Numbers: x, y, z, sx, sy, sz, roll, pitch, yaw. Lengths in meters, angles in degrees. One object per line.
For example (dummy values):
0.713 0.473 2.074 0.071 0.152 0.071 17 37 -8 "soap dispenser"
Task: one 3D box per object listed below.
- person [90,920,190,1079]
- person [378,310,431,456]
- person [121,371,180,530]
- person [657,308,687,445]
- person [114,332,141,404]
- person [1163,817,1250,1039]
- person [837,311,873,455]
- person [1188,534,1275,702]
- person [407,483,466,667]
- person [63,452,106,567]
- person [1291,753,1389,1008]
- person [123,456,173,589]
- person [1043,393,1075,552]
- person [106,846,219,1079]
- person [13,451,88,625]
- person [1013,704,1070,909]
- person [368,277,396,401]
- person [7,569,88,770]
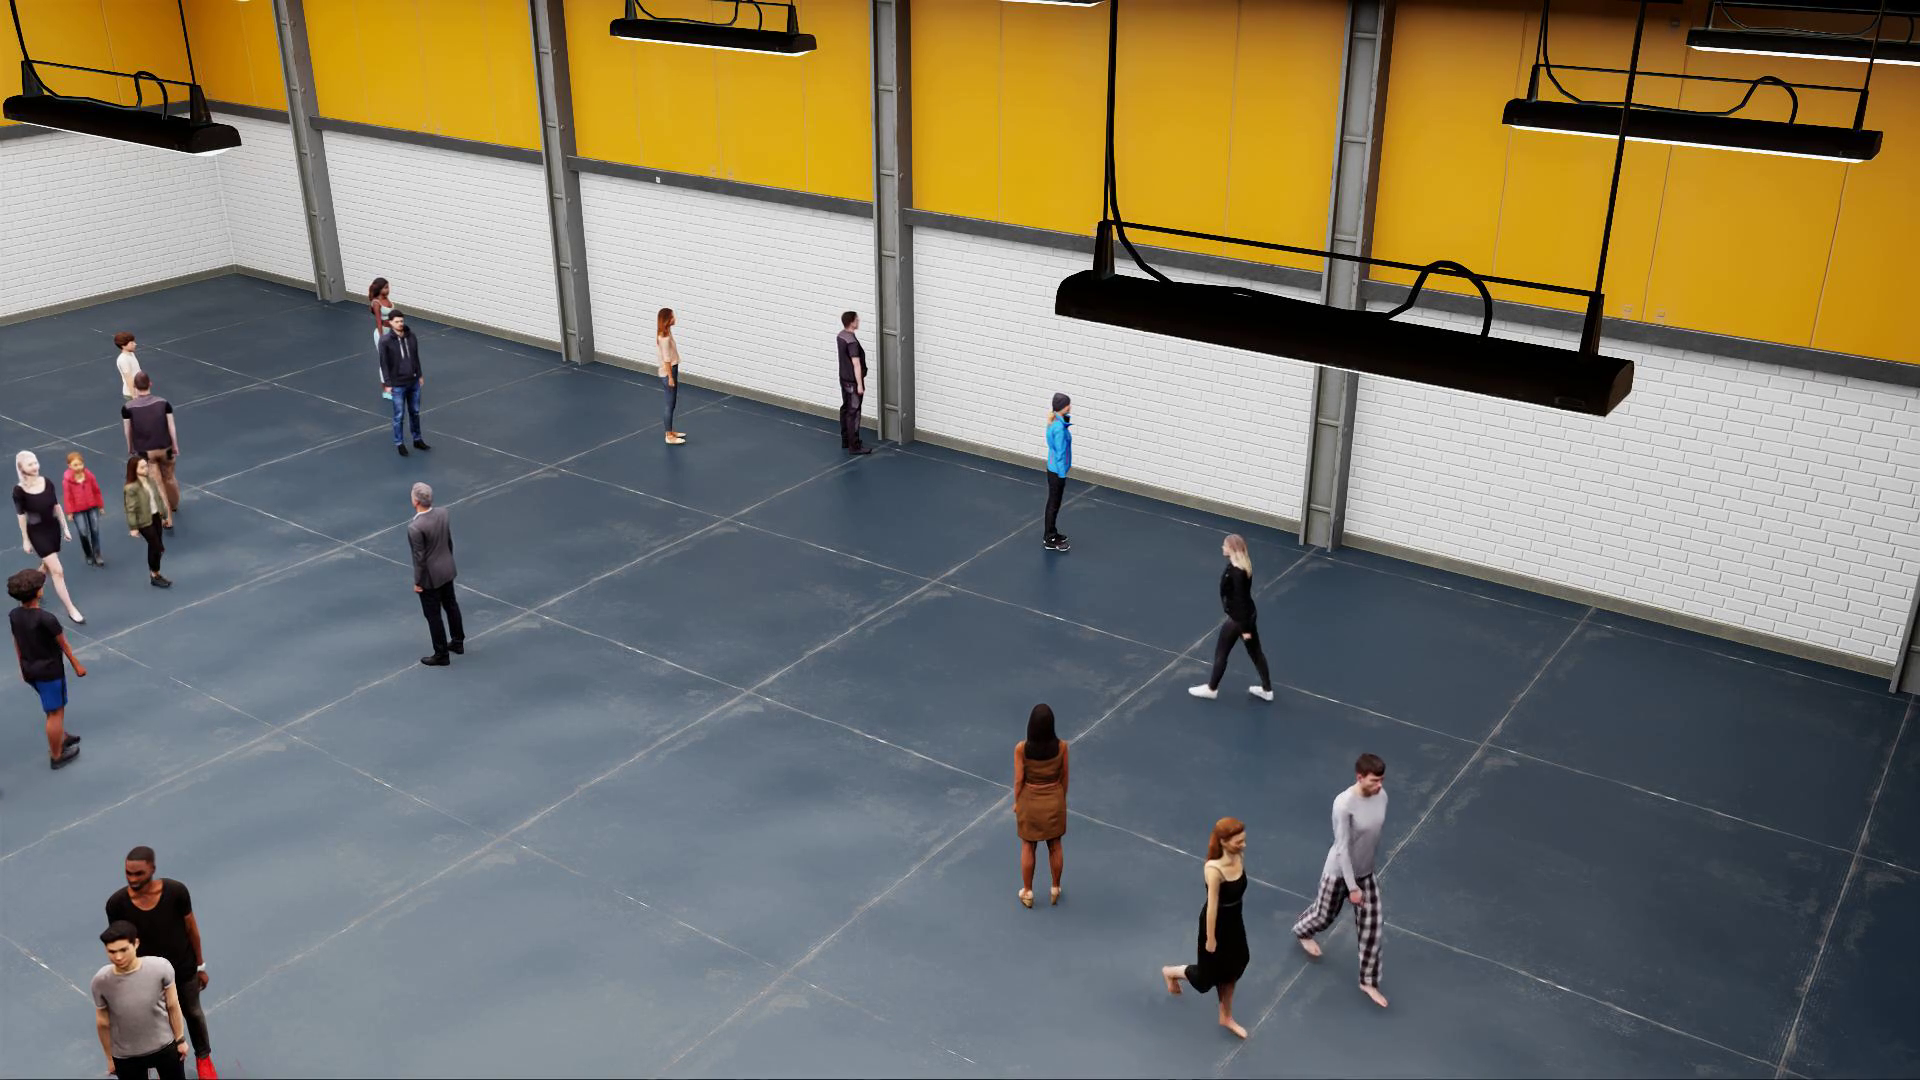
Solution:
-4.853 2.990 9.914 0.688 1.723 0.702 -9 25 -20 "person"
-7.087 -2.030 21.186 0.624 1.892 0.714 22 32 40 "person"
-9.163 -0.982 18.908 0.944 1.796 1.294 -16 28 -32 "person"
-3.781 -2.142 21.566 0.714 1.792 0.667 -2 24 -6 "person"
-10.428 -1.823 21.008 0.726 1.654 0.654 -6 24 -13 "person"
1.672 2.541 11.085 0.951 1.607 0.674 21 31 39 "person"
-1.383 -2.028 21.241 0.876 1.846 0.752 -9 25 -20 "person"
2.625 0.750 15.138 1.088 1.641 0.832 7 25 16 "person"
-5.033 0.307 15.904 0.692 1.841 0.762 9 25 19 "person"
-9.530 -0.350 18.068 0.568 1.310 0.558 -20 31 -38 "person"
2.626 2.250 11.506 1.004 1.802 1.213 -11 26 -23 "person"
-8.604 -0.189 17.502 0.694 1.470 0.690 5 24 11 "person"
1.077 -0.771 18.420 0.715 1.801 0.693 0 24 -1 "person"
-5.015 2.698 10.482 0.718 1.803 0.716 -10 26 -22 "person"
-9.279 -0.037 16.751 1.198 1.793 0.729 10 26 22 "person"
0.600 1.963 12.303 0.631 1.690 0.693 -4 24 -8 "person"
-8.027 -2.827 23.224 0.657 1.720 0.643 4 24 9 "person"
-7.821 1.137 14.081 0.661 1.780 0.727 9 25 20 "person"
